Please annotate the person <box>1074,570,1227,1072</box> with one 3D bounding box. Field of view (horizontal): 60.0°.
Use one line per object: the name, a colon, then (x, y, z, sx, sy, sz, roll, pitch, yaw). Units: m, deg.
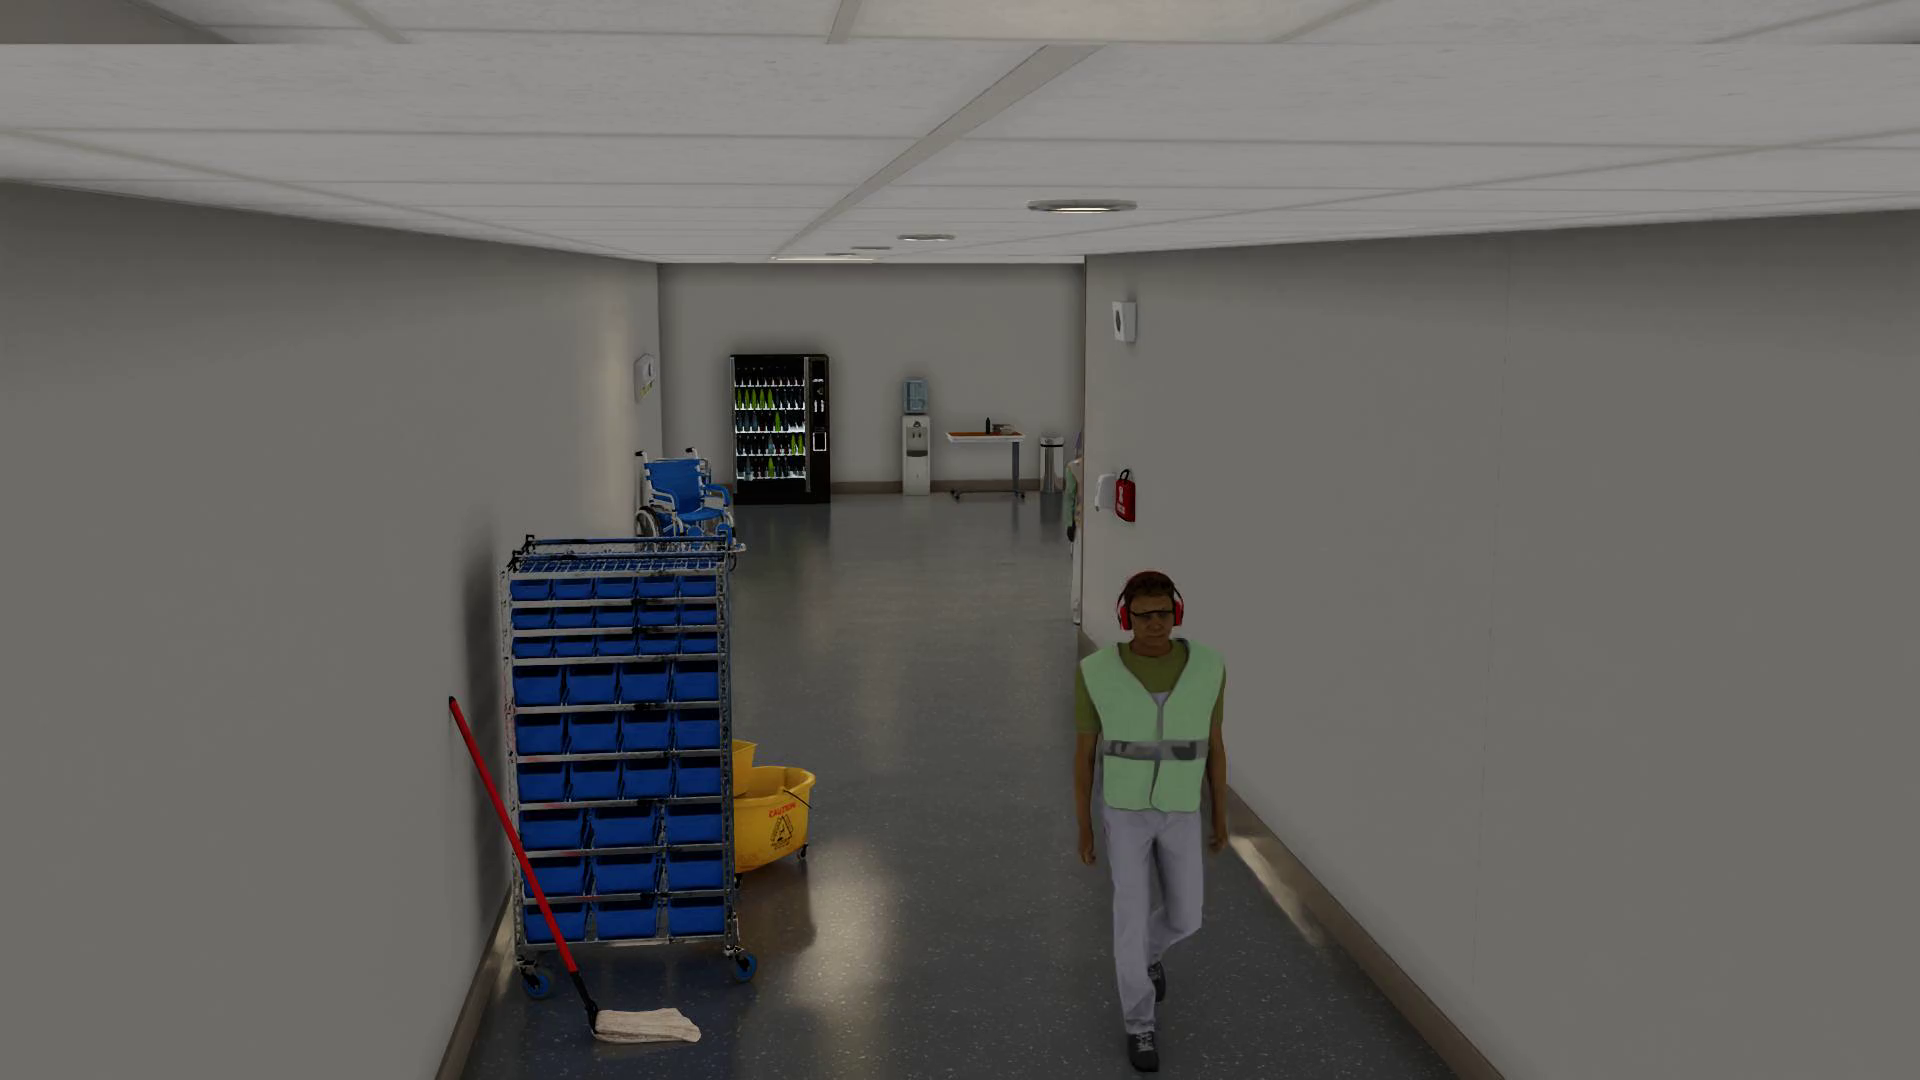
person: (0.697, 0.994, 6.176, 0.582, 1.825, 0.576, -1, 9, -8)
